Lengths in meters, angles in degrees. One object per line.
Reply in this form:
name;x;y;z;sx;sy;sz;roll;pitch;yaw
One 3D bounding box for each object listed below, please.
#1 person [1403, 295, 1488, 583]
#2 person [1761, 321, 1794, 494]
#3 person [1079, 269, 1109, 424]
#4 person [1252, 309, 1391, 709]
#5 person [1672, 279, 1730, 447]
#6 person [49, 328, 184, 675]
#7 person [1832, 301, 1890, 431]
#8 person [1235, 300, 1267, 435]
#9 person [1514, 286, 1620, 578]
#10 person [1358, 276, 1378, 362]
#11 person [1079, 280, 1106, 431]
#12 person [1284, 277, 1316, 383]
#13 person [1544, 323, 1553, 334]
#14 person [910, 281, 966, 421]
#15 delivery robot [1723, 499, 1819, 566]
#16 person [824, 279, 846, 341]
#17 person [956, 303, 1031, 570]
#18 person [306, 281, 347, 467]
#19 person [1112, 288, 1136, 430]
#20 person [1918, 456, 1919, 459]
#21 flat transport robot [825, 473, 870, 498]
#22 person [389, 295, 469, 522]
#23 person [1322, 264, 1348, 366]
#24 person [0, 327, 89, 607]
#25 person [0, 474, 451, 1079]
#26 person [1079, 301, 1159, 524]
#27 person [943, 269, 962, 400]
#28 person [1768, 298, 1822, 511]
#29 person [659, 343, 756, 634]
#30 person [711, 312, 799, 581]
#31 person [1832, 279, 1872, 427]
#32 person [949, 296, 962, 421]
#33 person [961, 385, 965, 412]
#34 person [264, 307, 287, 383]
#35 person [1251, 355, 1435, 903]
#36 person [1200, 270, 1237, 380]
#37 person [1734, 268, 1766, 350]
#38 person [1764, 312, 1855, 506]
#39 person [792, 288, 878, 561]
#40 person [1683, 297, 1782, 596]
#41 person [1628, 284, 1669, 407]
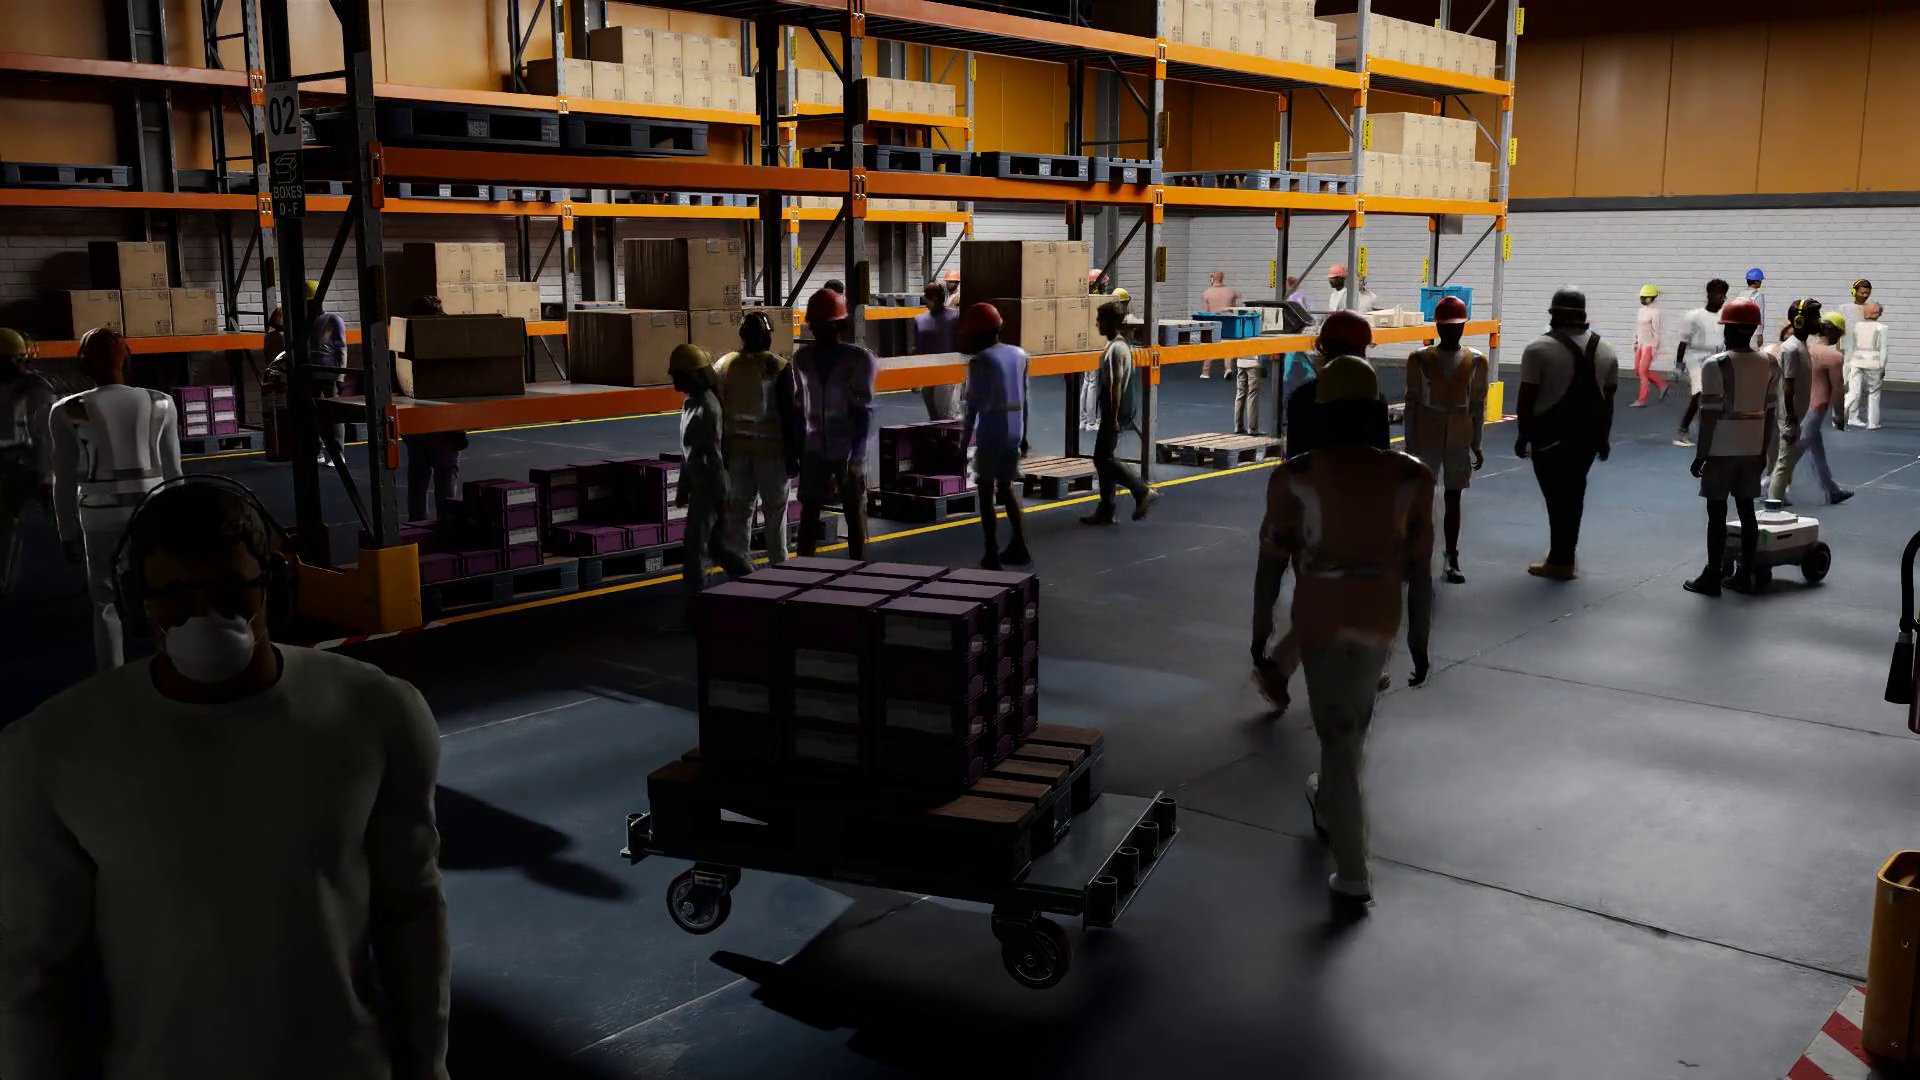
person;3.262;-0.670;11.212;0.543;1.939;0.370;1;10;7
person;7.675;-1.249;15.468;0.531;1.604;0.602;8;12;37
person;1.765;-2.466;21.297;0.400;1.989;0.612;-7;12;-35
person;1.807;-0.146;8.163;0.942;1.966;0.616;-6;11;-30
person;8.400;-1.952;18.603;0.617;1.901;1.003;-3;10;-18
person;-4.048;-0.081;8.041;0.580;1.879;0.347;-8;13;-38
person;11.174;-2.142;20.540;0.746;1.604;0.523;-6;12;-32
person;3.521;-2.083;20.137;0.313;1.633;0.516;-6;12;-30
person;4.196;-0.781;11.556;0.703;2.000;0.701;-3;10;-16
person;5.924;-3.058;24.898;0.638;1.910;0.407;1;10;7
person;1.658;-2.277;20.554;0.327;1.874;0.518;-2;10;-14
person;5.666;-3.520;27.914;0.823;1.791;0.588;-2;10;-11
person;7.332;-2.107;20.187;0.549;1.668;0.745;9;13;41
person;-0.224;-1.635;16.747;0.666;1.921;0.466;7;12;34
delivery robot;5.476;-0.030;11.240;0.707;0.478;0.477;-7;12;-34
person;-1.335;-1.958;18.647;0.394;1.909;0.594;-4;11;-20
person;0.262;-0.710;11.633;0.649;1.879;0.398;-9;13;-42
person;-6.601;-1.703;17.155;0.584;1.917;0.381;3;10;18
person;2.005;-2.245;20.704;0.341;1.760;0.526;-4;11;-24
person;10.556;-1.790;17.668;0.642;1.913;0.408;6;11;29
flat transport robot;-1.480;-0.473;14.837;0.652;0.197;1.431;8;13;39
person;-3.900;-0.854;12.351;0.654;1.906;0.408;5;11;27
person;5.492;-2.952;23.973;0.529;2.024;0.705;-2;10;-10
person;-5.865;-0.472;10.577;0.605;1.774;0.999;5;11;26
person;-1.074;0.858;2.510;0.636;1.938;0.355;-6;12;-30
person;1.281;-1.012;13.470;0.542;1.827;0.527;1;10;6
person;-0.110;-3.033;24.657;0.342;1.942;0.552;-8;13;-37
person;6.481;-0.935;12.920;0.314;1.869;0.537;6;11;29
person;-1.420;-0.310;9.808;0.712;1.704;0.492;-3;10;-16
person;-1.316;-0.572;10.931;0.624;1.844;0.429;4;11;22
person;11.333;-2.361;21.061;0.514;1.864;0.325;0;10;-2
person;-0.017;-2.381;21.822;0.280;1.633;0.502;-2;10;-13
person;0.231;-2.570;21.873;0.610;1.995;0.375;0;10;-3
person;-7.272;-1.686;17.890;0.492;1.626;0.284;6;12;31
person;1.360;0.282;5.981;0.603;1.870;1.041;0;10;-2
person;4.427;-3.686;28.559;0.648;1.880;0.814;-2;10;-9
person;12.007;-3.150;25.305;0.389;1.949;0.602;-2;10;-13
person;7.470;-1.134;14.516;0.900;1.694;0.530;-1;10;-6
person;-0.823;-0.535;10.242;0.614;1.997;0.966;4;11;21
person;5.008;-0.599;10.812;0.545;1.938;0.361;-2;10;-13
person;9.826;-2.755;23.617;0.576;1.746;0.538;-1;10;-4
